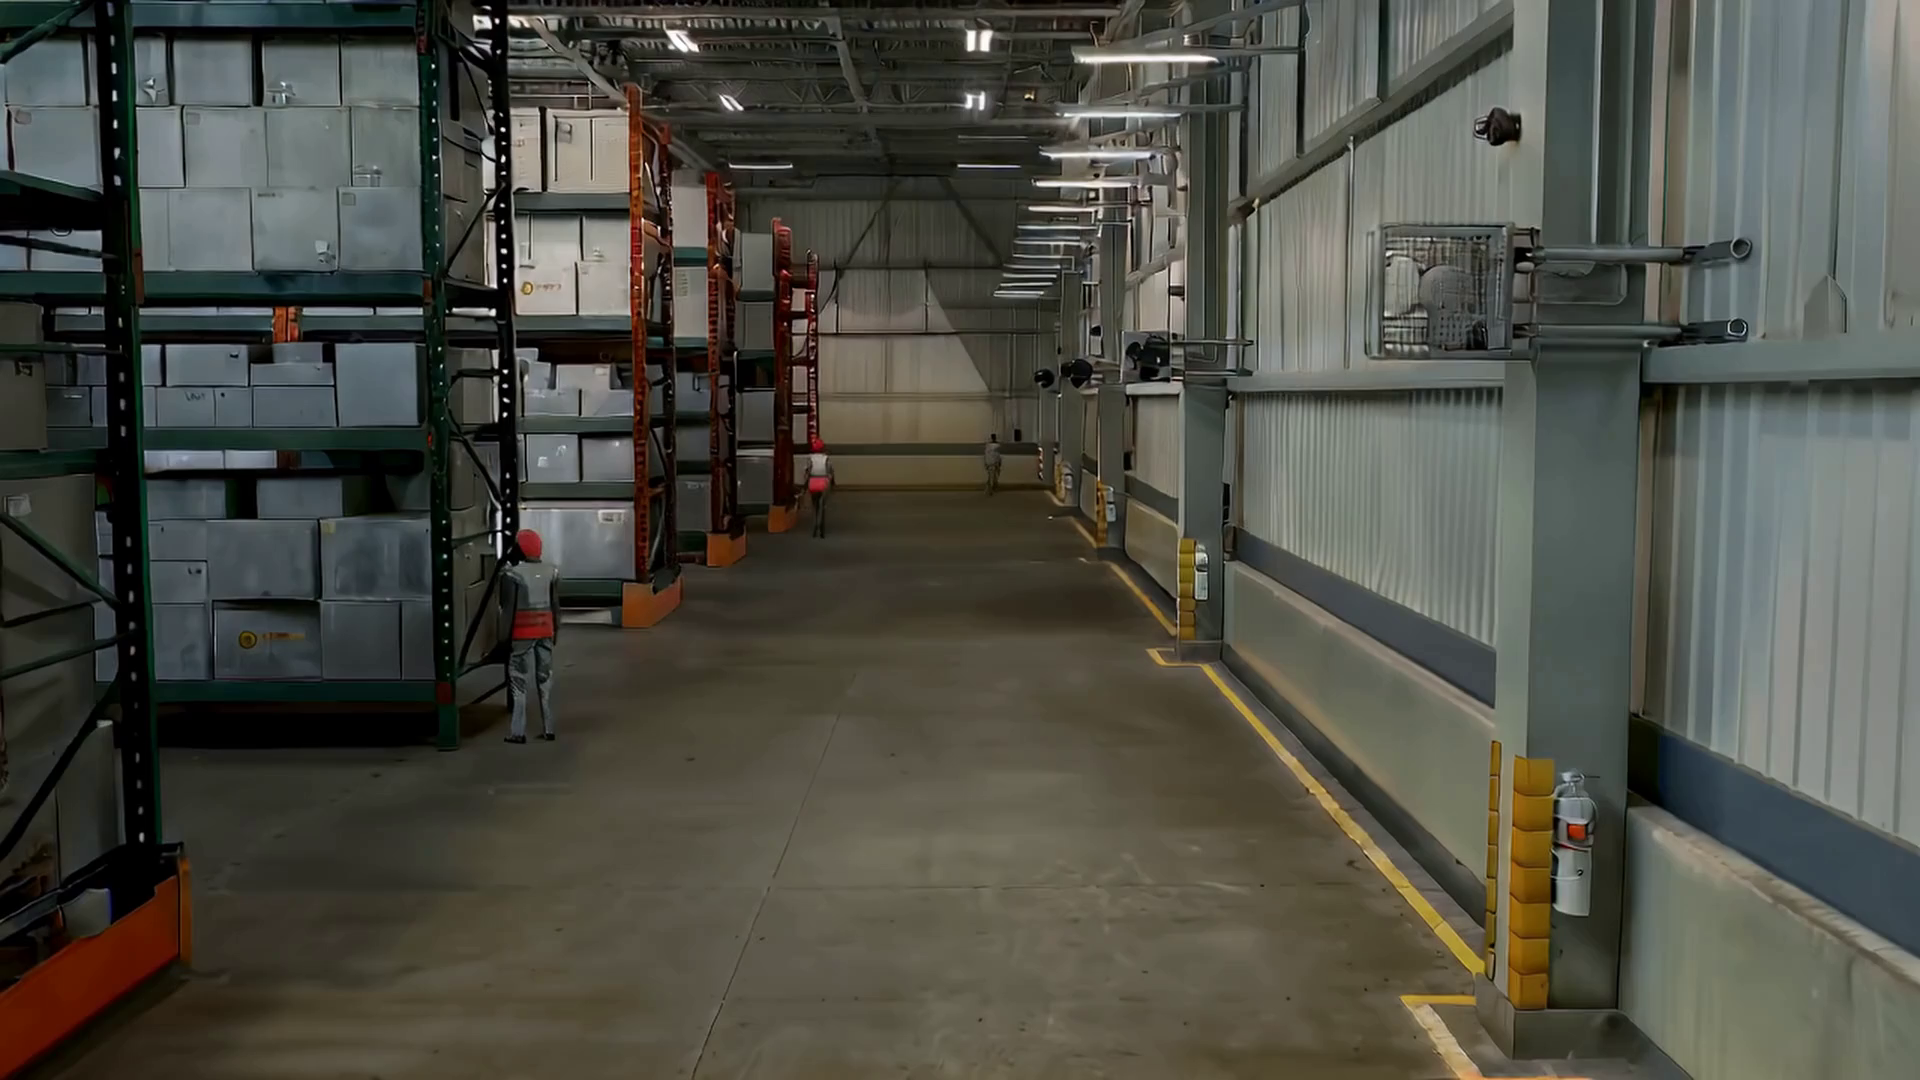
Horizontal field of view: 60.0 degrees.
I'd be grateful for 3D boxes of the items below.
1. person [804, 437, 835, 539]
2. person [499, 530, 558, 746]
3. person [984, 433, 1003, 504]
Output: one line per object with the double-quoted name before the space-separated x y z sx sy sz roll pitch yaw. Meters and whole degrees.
"person" -2.607 -0.962 30.932 0.566 1.882 1.025 0 5 -2
"person" -3.242 0.735 12.548 0.318 1.631 0.519 4 6 38
"person" 0.824 -1.765 40.969 0.326 1.752 0.561 -4 6 -39
